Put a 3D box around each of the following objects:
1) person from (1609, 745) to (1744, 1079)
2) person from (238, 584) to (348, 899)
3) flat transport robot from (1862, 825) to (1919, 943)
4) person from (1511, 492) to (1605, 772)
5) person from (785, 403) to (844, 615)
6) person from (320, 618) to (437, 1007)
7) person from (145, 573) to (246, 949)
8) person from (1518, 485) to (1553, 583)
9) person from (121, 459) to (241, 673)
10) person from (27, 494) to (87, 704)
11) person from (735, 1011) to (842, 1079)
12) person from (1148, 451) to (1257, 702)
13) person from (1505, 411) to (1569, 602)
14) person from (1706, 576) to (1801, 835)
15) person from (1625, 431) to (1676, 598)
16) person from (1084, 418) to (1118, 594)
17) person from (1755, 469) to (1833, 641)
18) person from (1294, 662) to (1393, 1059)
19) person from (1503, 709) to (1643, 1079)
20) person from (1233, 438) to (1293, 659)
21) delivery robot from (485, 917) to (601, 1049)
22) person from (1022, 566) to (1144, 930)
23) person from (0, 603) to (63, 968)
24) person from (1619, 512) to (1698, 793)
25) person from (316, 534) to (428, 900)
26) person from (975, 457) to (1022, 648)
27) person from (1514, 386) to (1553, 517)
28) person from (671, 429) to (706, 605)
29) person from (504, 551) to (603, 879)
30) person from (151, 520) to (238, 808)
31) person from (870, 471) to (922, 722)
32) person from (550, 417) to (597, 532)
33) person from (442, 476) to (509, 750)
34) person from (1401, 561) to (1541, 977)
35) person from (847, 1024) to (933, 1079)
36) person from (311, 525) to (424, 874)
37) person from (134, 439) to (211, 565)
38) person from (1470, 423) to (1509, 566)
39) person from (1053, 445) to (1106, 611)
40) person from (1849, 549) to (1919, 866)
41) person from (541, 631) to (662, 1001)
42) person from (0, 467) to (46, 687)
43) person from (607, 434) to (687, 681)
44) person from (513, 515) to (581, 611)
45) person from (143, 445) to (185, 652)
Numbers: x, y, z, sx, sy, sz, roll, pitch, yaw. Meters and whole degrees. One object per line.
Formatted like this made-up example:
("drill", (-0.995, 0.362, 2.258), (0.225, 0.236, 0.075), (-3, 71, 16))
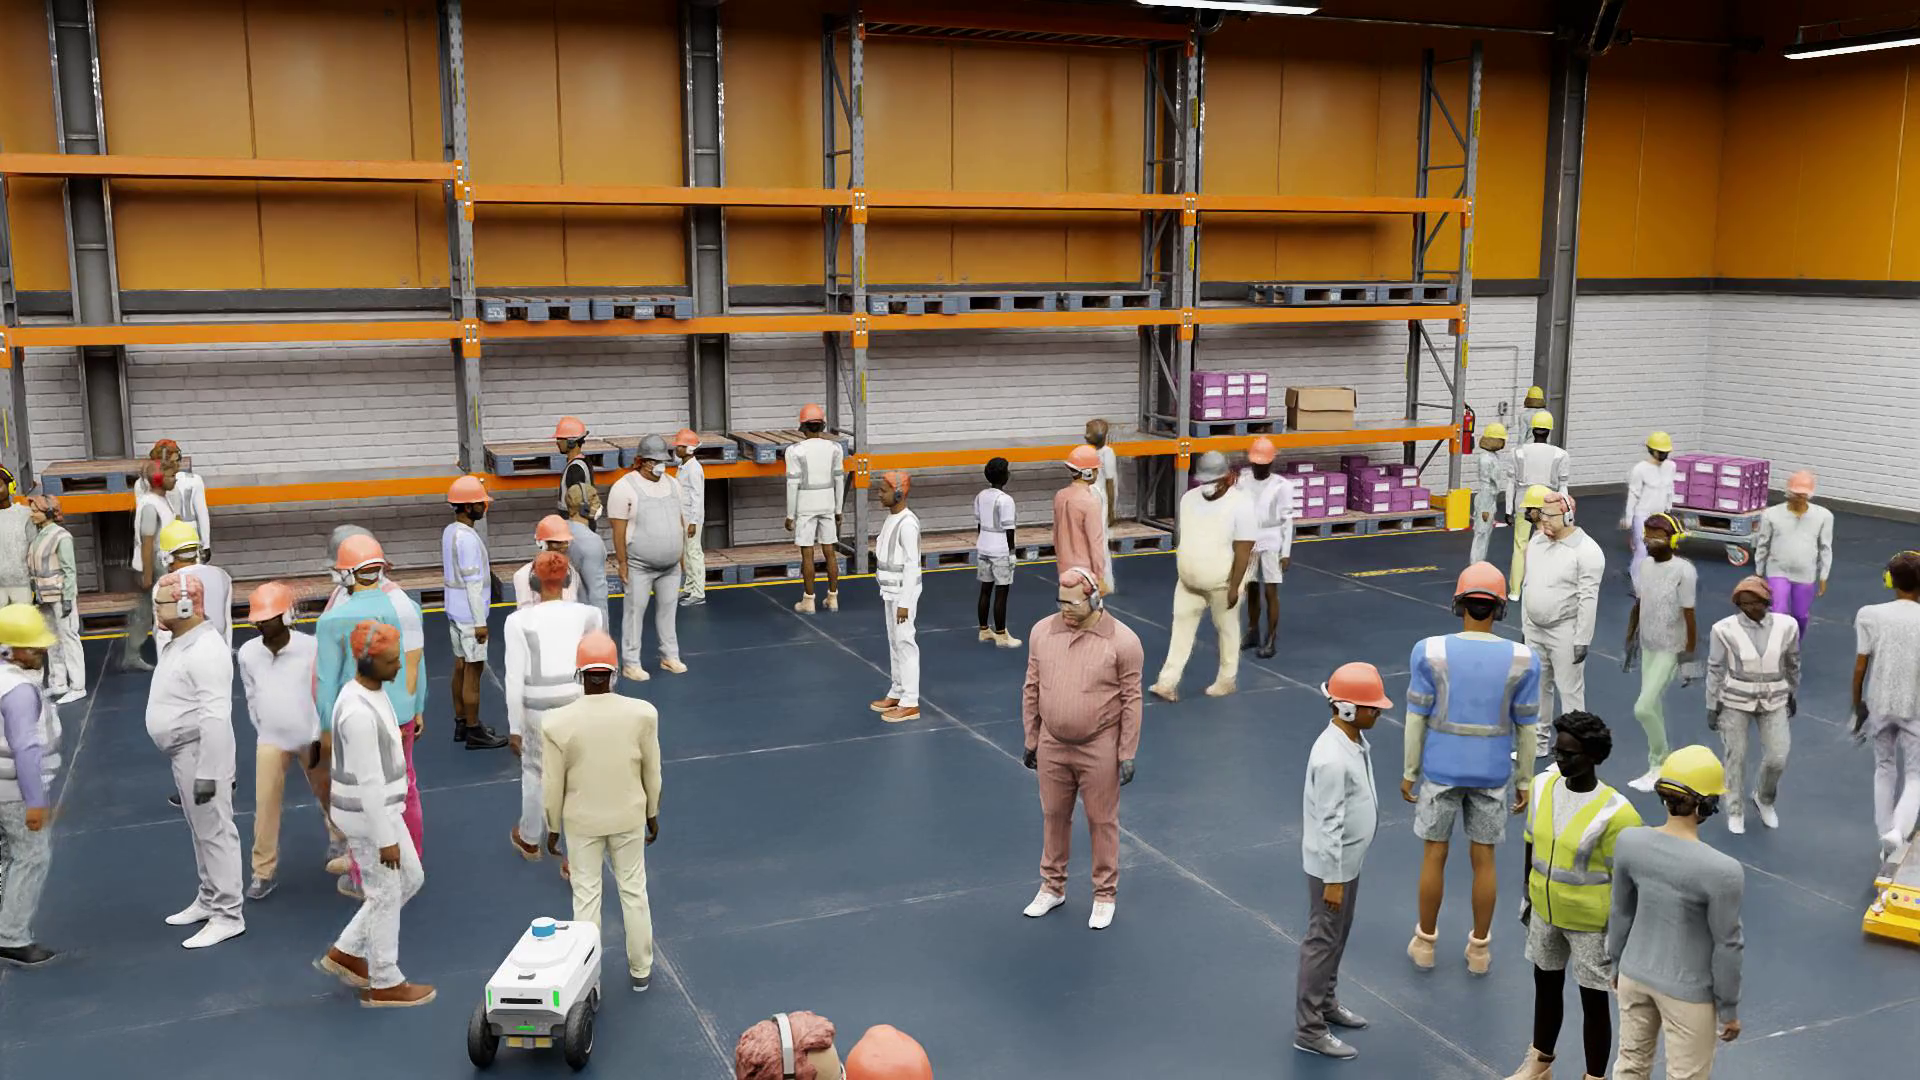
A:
("person", (2.580, 1.602, 6.012), (0.337, 1.761, 0.527), (-5, 11, -28))
("person", (-3.723, 1.063, 9.283), (0.555, 1.705, 0.918), (0, 10, 0))
("flat transport robot", (5.302, 1.848, 8.858), (0.652, 0.197, 1.431), (7, 12, 36))
("person", (4.021, 0.618, 11.274), (0.404, 1.900, 0.638), (-5, 11, -25))
("person", (-1.426, -0.302, 16.144), (0.610, 2.042, 0.396), (-6, 11, -29))
("person", (-2.681, 1.266, 7.618), (0.419, 1.871, 0.592), (-2, 10, -12))
("person", (-3.893, 1.103, 8.442), (0.404, 1.911, 0.636), (-7, 12, -33))
("person", (4.364, 0.459, 12.588), (0.336, 1.757, 0.517), (2, 10, 14))
("person", (-6.546, 0.221, 13.819), (0.981, 1.792, 0.579), (-4, 10, -19))
("person", (-7.051, 0.453, 12.953), (0.512, 1.642, 0.312), (7, 12, 33))
("person", (-0.372, 1.937, 3.640), (0.401, 1.906, 0.650), (-4, 11, -24))
("person", (1.889, 0.273, 12.839), (0.696, 2.000, 1.005), (8, 13, 38))
("person", (5.763, -0.325, 16.659), (0.589, 1.920, 0.413), (3, 10, 17))
("person", (4.720, 0.994, 9.918), (0.545, 1.606, 0.461), (2, 10, 12))
("person", (6.935, -0.255, 16.751), (0.547, 1.732, 0.569), (-3, 10, -18))
("person", (1.345, -0.320, 16.877), (0.588, 1.823, 0.538), (-2, 10, -12))
("person", (6.966, 0.237, 13.940), (0.576, 1.729, 0.691), (4, 10, 20))
("person", (1.692, 1.383, 7.307), (0.352, 1.742, 0.567), (4, 11, 23))
("person", (2.475, 1.508, 6.712), (0.322, 1.697, 0.536), (-6, 11, -29))
("person", (2.591, 0.069, 14.432), (0.560, 1.909, 0.593), (8, 12, 37))
("delivery robot", (-1.838, 1.917, 7.373), (0.477, 0.478, 0.707), (0, 10, 2))
("person", (0.611, 1.072, 8.647), (0.652, 1.898, 0.403), (5, 11, 26))
("person", (-4.674, 1.194, 8.227), (0.740, 1.812, 0.407), (9, 13, 42))
("person", (4.488, 0.731, 10.747), (0.463, 1.846, 0.555), (-3, 10, -15))
("person", (-3.205, 0.955, 9.072), (0.407, 1.987, 0.615), (10, 14, 44))
("person", (0.334, 0.108, 14.773), (0.317, 1.700, 0.538), (-6, 12, -33))
("person", (7.528, -1.147, 21.873), (0.483, 1.745, 0.304), (-2, 10, -14))
("person", (-2.715, -0.235, 16.580), (0.318, 1.756, 0.562), (-4, 11, -23))
("person", (-2.305, 0.965, 9.397), (0.611, 1.842, 0.908), (-6, 11, -31))
("person", (-4.860, 0.781, 10.523), (0.404, 1.827, 0.600), (3, 10, 18))
("person", (-0.469, 0.415, 12.483), (0.354, 1.882, 0.576), (-3, 10, -16))
("person", (-3.449, -0.085, 14.894), (0.373, 2.043, 0.614), (-1, 10, -8))
("person", (-3.454, 0.510, 11.772), (0.359, 1.939, 0.543), (-6, 12, -32))
("person", (2.460, 1.109, 8.067), (0.619, 2.029, 0.409), (2, 10, 9))
("person", (-0.147, 1.972, 3.883), (0.561, 1.750, 0.329), (-8, 12, -38))
("person", (-3.297, 0.905, 9.197), (0.682, 2.000, 0.536), (8, 13, 38))
("person", (-6.866, 0.053, 14.563), (0.572, 1.883, 0.354), (-3, 10, -18))
("person", (5.506, -0.351, 17.299), (0.325, 1.740, 0.493), (4, 11, 24))
("person", (0.962, 0.243, 13.142), (0.376, 1.995, 0.609), (-6, 11, -29))
("person", (5.270, 0.982, 9.327), (0.545, 1.845, 0.629), (7, 12, 37))
("person", (-1.679, 1.288, 7.817), (0.560, 1.752, 0.326), (-4, 11, -23))
("person", (-7.337, 0.360, 12.831), (0.532, 1.870, 0.315), (-2, 10, -10))
("person", (-2.517, 0.125, 13.693), (0.683, 2.000, 0.536), (-9, 13, -42))
("person", (-2.723, 0.697, 11.213), (0.331, 1.755, 0.563), (8, 13, 38))
("person", (-6.880, 0.087, 14.478), (0.520, 1.842, 0.331), (7, 12, 36))
